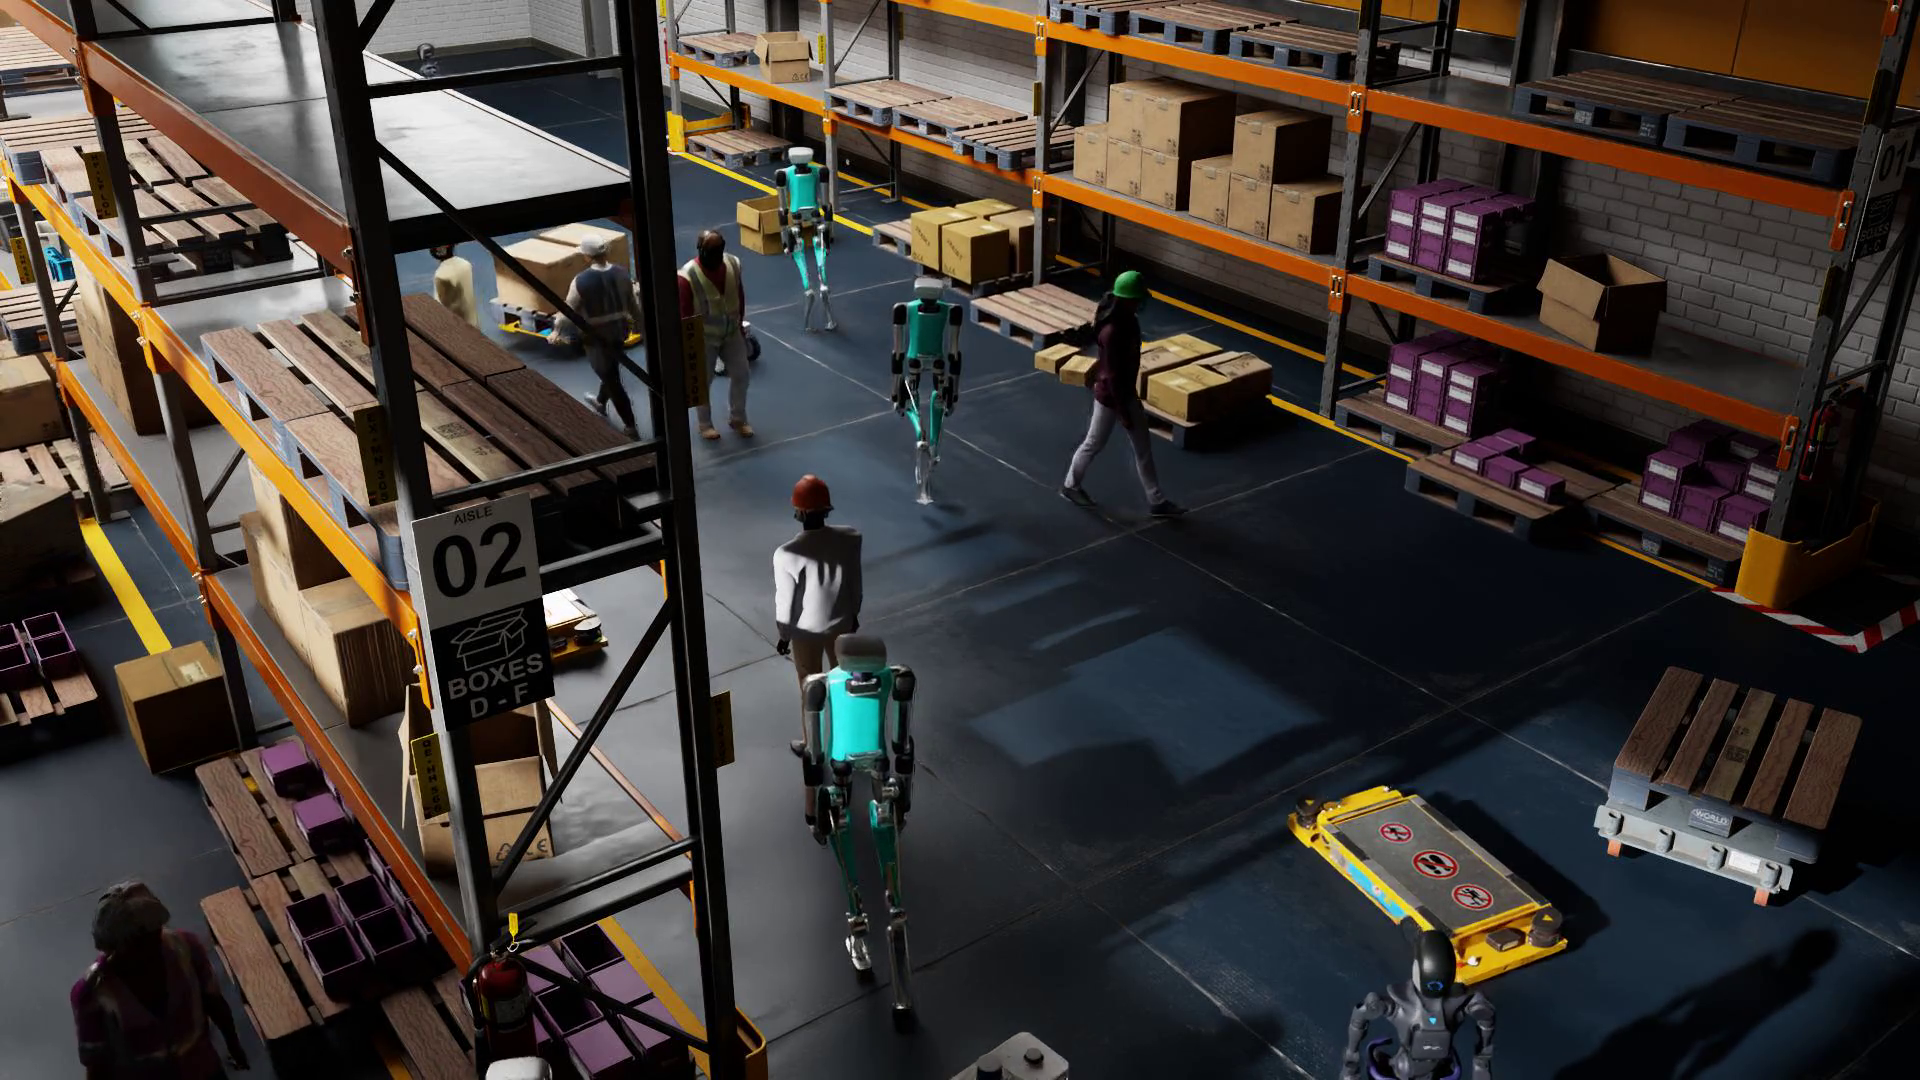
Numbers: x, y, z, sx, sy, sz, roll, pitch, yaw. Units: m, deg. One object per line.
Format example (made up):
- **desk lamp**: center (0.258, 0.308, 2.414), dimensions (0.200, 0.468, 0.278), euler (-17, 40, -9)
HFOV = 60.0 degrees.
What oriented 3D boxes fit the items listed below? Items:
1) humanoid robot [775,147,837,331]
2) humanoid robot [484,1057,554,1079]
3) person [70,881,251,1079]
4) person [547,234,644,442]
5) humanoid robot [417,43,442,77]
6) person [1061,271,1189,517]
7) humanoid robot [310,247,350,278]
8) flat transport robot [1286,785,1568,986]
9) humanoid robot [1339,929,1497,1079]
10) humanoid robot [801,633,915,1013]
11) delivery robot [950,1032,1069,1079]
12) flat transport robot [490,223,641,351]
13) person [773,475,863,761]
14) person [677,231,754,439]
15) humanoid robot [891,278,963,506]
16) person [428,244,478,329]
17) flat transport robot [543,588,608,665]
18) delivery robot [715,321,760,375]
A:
- **humanoid robot**: center (-1.435, -2.793, 15.967), dimensions (0.534, 1.832, 0.771), euler (-7, 27, -13)
- **humanoid robot**: center (-1.671, 2.448, 5.515), dimensions (0.920, 1.770, 0.551), euler (-3, 27, -5)
- **person**: center (-3.011, 1.999, 6.274), dimensions (0.575, 1.828, 0.493), euler (-21, 34, -36)
- **person**: center (-2.978, -1.704, 13.778), dimensions (0.954, 1.704, 0.735), euler (22, 34, 36)
- **humanoid robot**: center (-6.806, -5.575, 21.503), dimensions (0.323, 1.650, 0.610), euler (-17, 31, -29)
- **person**: center (1.203, -1.062, 12.291), dimensions (1.021, 1.895, 0.498), euler (18, 32, 31)
- **humanoid robot**: center (-5.943, -2.647, 15.674), dimensions (0.384, 1.645, 0.616), euler (10, 28, 19)
- **flat transport robot**: center (2.375, 1.716, 8.573), dimensions (0.659, 0.231, 1.431), euler (-12, 29, -23)
- **humanoid robot**: center (1.710, 2.120, 6.224), dimensions (0.606, 1.638, 0.599), euler (0, 27, 0)
- **humanoid robot**: center (-0.400, 1.399, 7.690), dimensions (0.555, 1.895, 0.794), euler (-8, 28, -16)
- **delivery robot**: center (0.131, 2.390, 6.917), dimensions (0.798, 0.597, 0.499), euler (-23, 34, -38)
- **flat transport robot**: center (-3.736, -2.094, 16.152), dimensions (1.431, 0.231, 0.659), euler (16, 31, 29)
- **person**: center (-0.811, 0.448, 9.442), dimensions (0.562, 1.751, 0.339), euler (-18, 32, -31)
- **person**: center (-2.008, -1.662, 13.590), dimensions (0.645, 1.809, 0.549), euler (-20, 33, -35)
- **humanoid robot**: center (-0.223, -0.997, 12.406), dimensions (0.547, 1.777, 1.056), euler (-3, 27, -6)
- **person**: center (-4.141, -1.786, 13.904), dimensions (0.568, 1.729, 0.582), euler (1, 27, 2)
- **flat transport robot**: center (-2.954, 0.454, 11.084), dimensions (0.659, 0.231, 1.431), euler (-18, 32, -31)
- **delivery robot**: center (-2.271, -1.881, 15.415), dimensions (0.784, 0.599, 0.499), euler (15, 31, 28)
